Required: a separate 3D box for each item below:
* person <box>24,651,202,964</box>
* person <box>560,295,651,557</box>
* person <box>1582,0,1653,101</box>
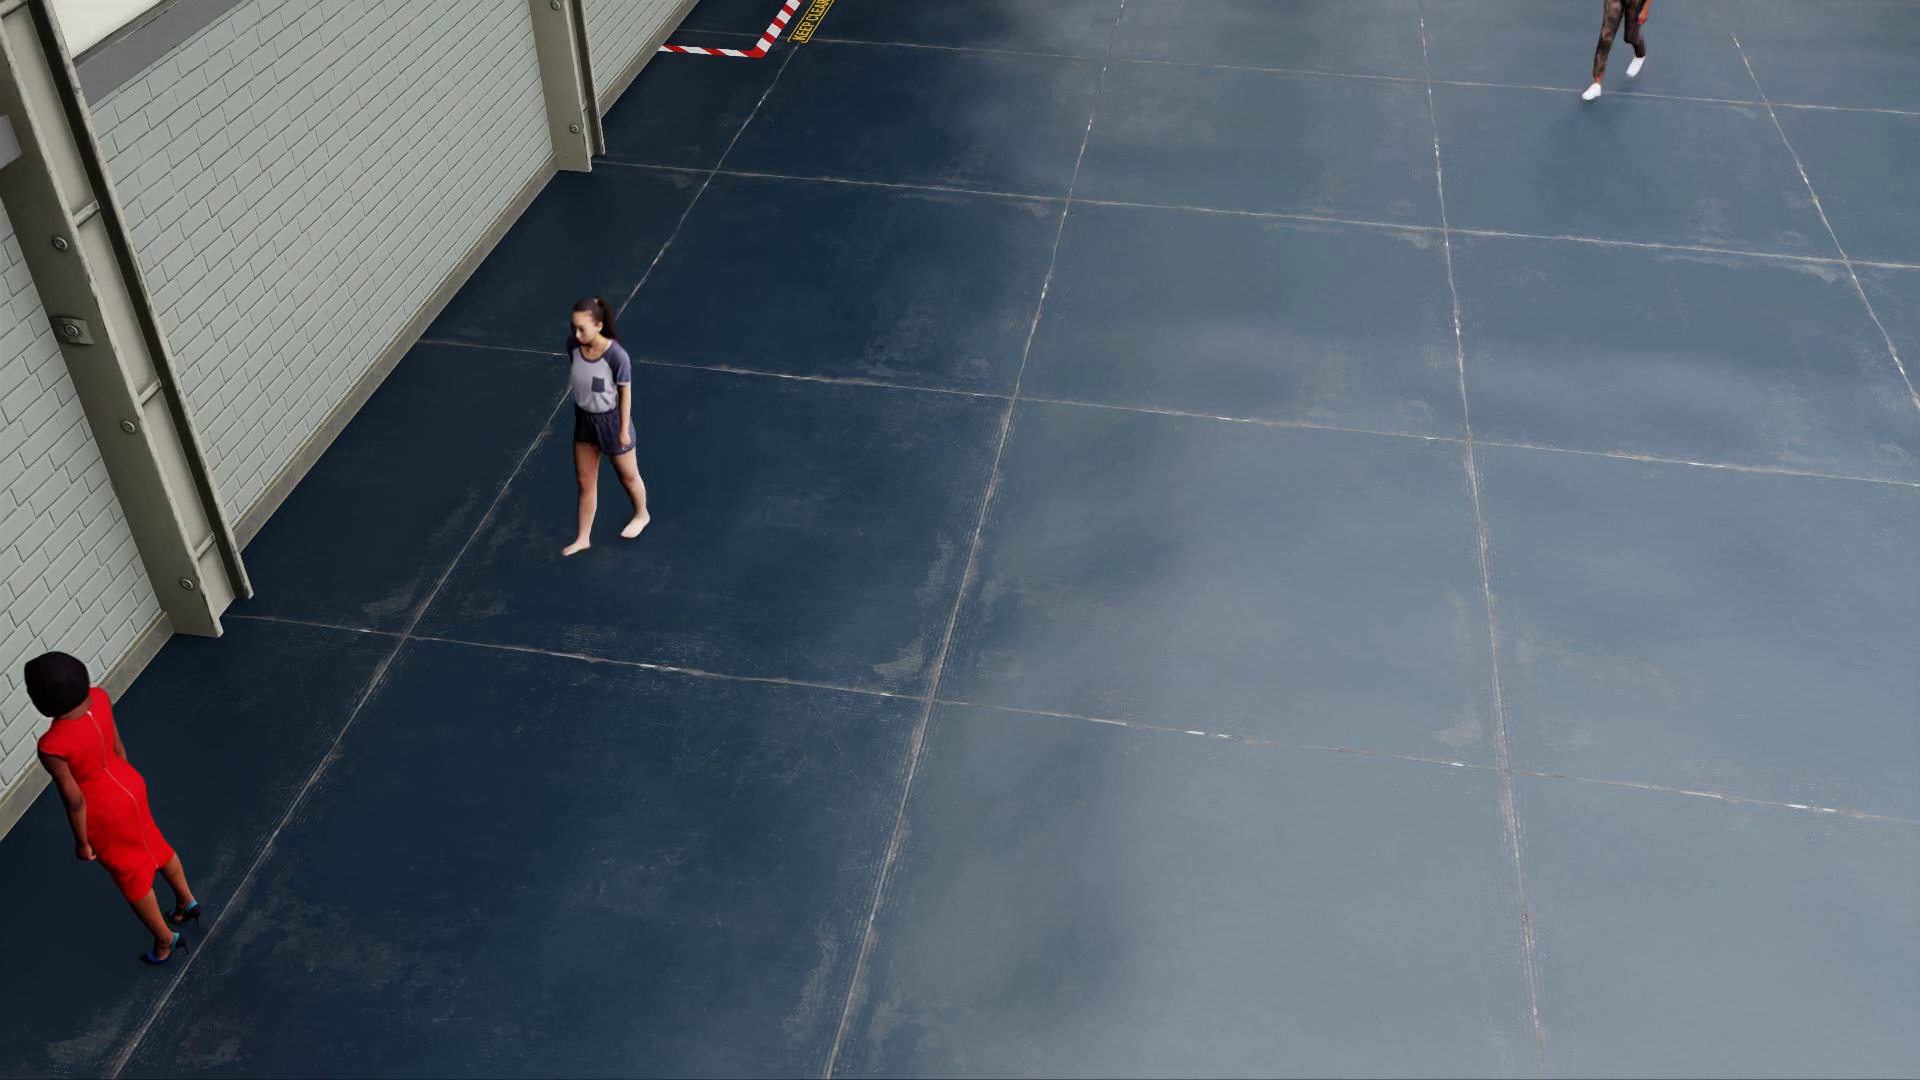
[{"bbox_3d":[-3.625,1.157,7.117,0.640,1.744,0.432,5,38,6],"label":"person"},{"bbox_3d":[-1.991,-0.690,9.570,0.778,1.631,0.942,20,42,24],"label":"person"},{"bbox_3d":[5.990,-4.799,14.787,1.168,1.674,1.007,-31,47,-33],"label":"person"}]
